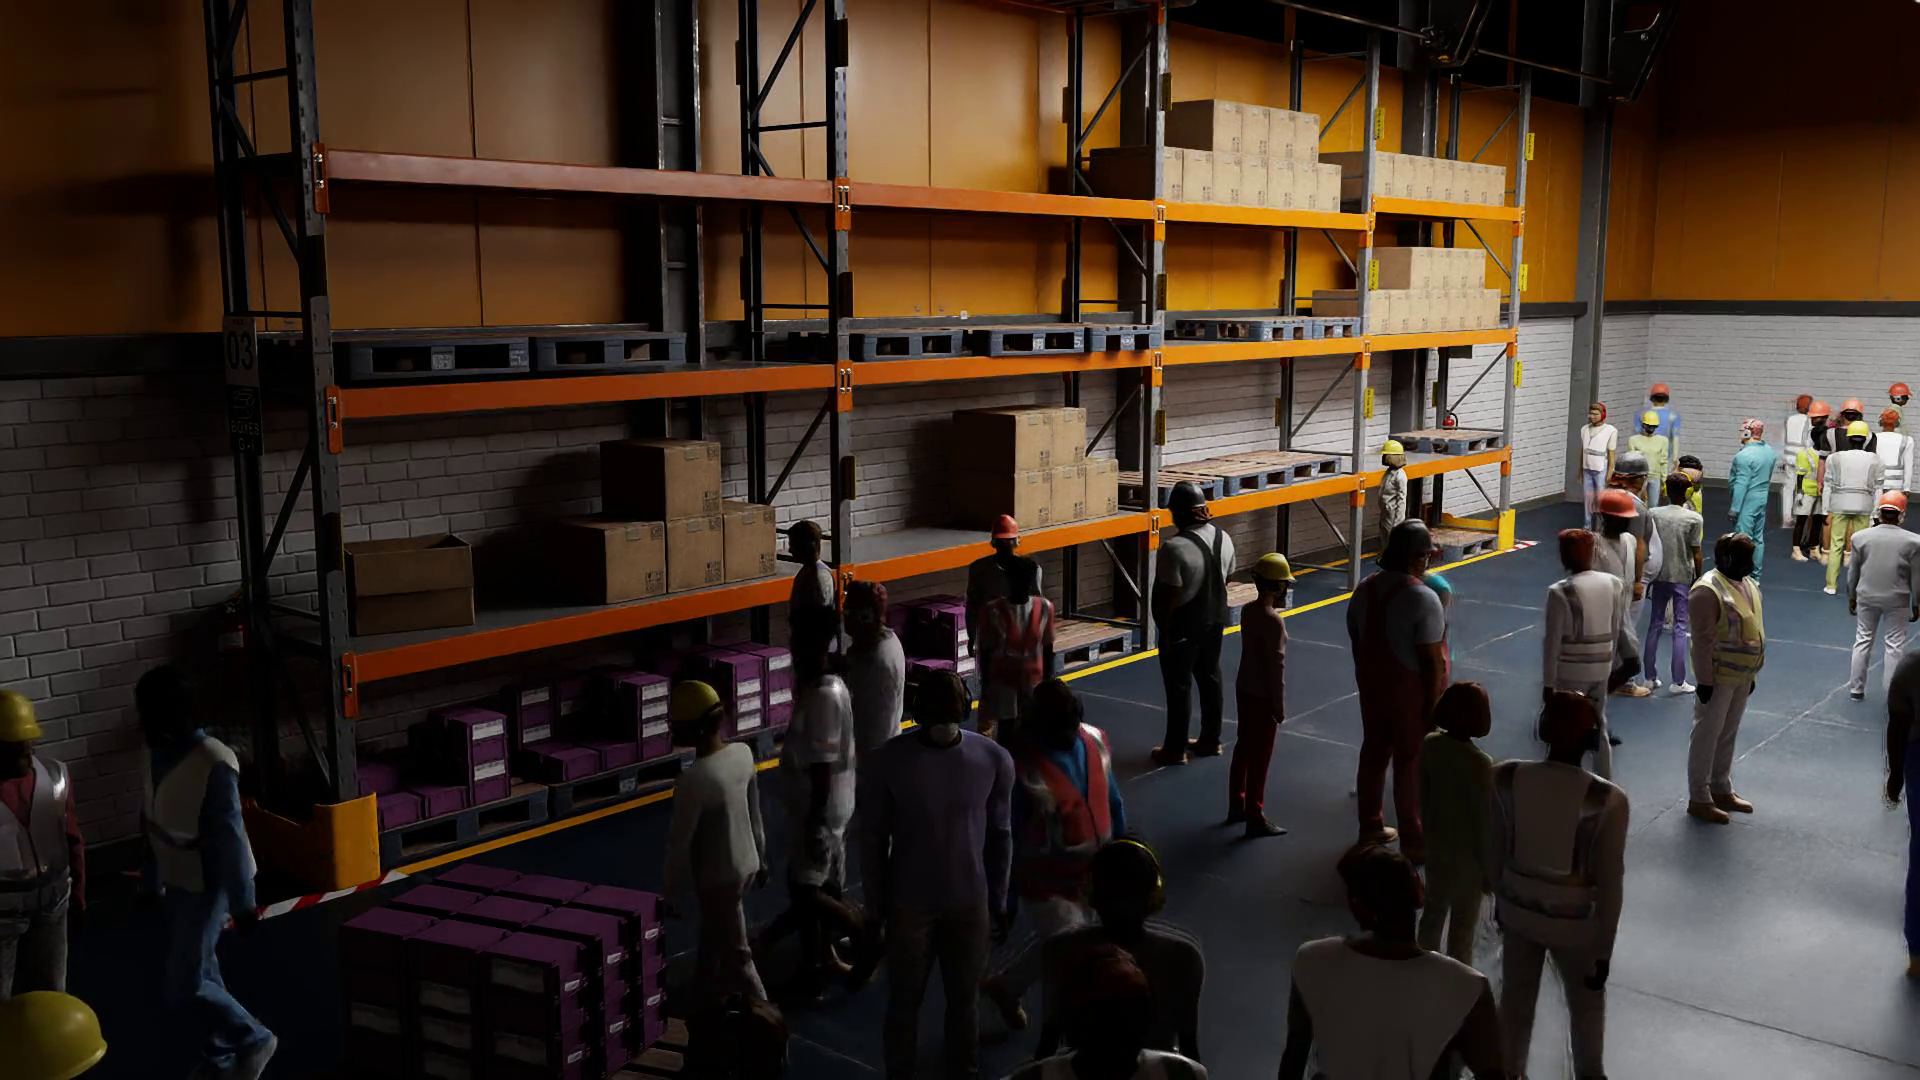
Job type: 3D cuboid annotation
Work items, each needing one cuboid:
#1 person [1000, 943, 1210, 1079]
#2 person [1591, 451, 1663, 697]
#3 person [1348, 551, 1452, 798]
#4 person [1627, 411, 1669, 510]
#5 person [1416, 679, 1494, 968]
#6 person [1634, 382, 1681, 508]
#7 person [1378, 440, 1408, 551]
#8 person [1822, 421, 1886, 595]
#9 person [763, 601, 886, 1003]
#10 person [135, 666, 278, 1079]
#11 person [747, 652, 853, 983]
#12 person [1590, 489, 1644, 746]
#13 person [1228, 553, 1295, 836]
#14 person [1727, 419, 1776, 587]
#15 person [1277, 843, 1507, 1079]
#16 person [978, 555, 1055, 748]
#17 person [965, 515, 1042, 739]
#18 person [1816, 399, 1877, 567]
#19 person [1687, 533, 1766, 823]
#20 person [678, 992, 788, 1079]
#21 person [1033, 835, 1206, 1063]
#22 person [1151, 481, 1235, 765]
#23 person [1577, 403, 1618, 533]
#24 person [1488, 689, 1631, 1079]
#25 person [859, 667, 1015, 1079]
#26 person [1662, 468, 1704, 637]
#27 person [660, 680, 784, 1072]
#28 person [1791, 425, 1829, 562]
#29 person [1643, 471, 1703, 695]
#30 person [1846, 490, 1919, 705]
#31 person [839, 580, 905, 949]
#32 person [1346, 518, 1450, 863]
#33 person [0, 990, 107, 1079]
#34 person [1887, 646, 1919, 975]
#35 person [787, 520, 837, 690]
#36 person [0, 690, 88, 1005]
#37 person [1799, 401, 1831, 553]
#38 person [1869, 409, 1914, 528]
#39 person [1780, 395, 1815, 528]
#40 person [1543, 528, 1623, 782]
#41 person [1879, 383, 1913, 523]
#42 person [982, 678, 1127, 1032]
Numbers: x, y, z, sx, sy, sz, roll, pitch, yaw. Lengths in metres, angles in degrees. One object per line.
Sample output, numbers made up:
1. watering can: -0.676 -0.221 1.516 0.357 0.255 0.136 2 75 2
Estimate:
1. person: 0.341 1.870 4.054 0.590 1.871 0.433 -1 9 -7
2. person: 5.561 0.267 13.858 0.536 2.000 0.676 0 9 -2
3. person: 2.886 0.840 10.887 0.699 1.813 0.596 -6 11 -35
4. person: 8.949 -0.805 21.676 0.525 1.760 0.340 1 9 8
5. person: 2.278 1.438 7.608 0.285 1.633 0.499 -3 9 -21
6. person: 9.906 -1.239 23.678 0.612 2.004 0.942 3 9 18
7. person: 4.608 -0.199 17.819 0.295 1.744 0.484 -1 9 -7
8. person: 9.727 -0.337 18.150 0.587 1.920 0.396 4 10 27
9. person: -0.640 1.258 7.874 0.609 1.919 0.673 -1 9 -8
10. person: -3.154 1.425 6.847 0.633 1.897 0.440 8 12 41
11. person: -0.760 1.363 7.959 0.572 1.672 0.557 -2 9 -14
12. person: 4.809 0.570 12.281 0.575 1.920 0.399 -5 10 -29
13. person: 1.899 0.952 10.363 0.350 1.758 0.522 -2 9 -13
14. person: 8.778 -0.396 18.562 0.638 1.909 0.408 -7 11 -37
15. person: 1.242 1.794 4.728 0.764 1.827 0.424 6 11 34
16. person: 0.349 0.895 10.970 0.542 1.676 0.549 -3 9 -17
17. person: 0.311 0.684 12.077 0.563 1.756 0.319 1 9 9
18. person: 10.674 -0.684 20.048 0.611 2.030 0.410 5 10 29
19. person: 4.908 0.864 10.648 0.625 1.844 0.429 -7 11 -38
20. person: -0.474 1.925 3.835 0.355 1.842 0.515 -1 9 -9
21. person: 0.473 1.750 5.039 0.526 1.821 0.975 3 9 16
22. person: 1.614 0.570 11.899 0.681 2.000 0.535 -7 11 -38
23. person: 8.442 -0.898 22.024 0.390 1.837 0.561 -4 10 -26
24. person: 2.377 1.486 6.585 0.588 1.845 0.887 7 11 39
25. person: -0.085 1.445 6.594 0.630 1.938 0.372 -2 9 -11
26. person: 7.024 0.124 16.171 0.387 1.640 0.562 4 10 22
27. person: -1.132 1.448 7.232 0.868 1.716 0.538 4 10 24
28. person: 10.467 -0.572 20.396 0.533 1.694 0.320 -2 9 -14
29. person: 5.938 0.353 13.858 0.316 1.867 0.531 -8 12 -42
30. person: 7.515 0.466 13.521 0.567 1.744 0.350 8 12 42
31. person: -0.483 1.146 8.613 0.405 1.911 0.636 0 9 -2
32. person: 2.654 0.876 9.927 0.536 2.000 0.682 -5 10 -28
33. person: -1.923 1.905 3.670 0.610 1.926 0.389 4 10 25
34. person: 4.935 1.150 8.160 0.558 2.000 0.708 -9 12 -44
35. person: -1.009 0.773 11.241 0.346 1.841 0.506 -3 9 -16
36. person: -3.782 1.490 6.666 0.403 1.826 0.594 5 10 31
37. person: 10.844 -0.795 21.073 0.388 1.930 0.544 -1 9 -9
38. person: 11.290 -0.654 20.307 0.574 1.883 0.356 4 10 26
39. person: 11.692 -1.085 23.157 0.621 1.855 0.602 -5 10 -28
40. person: 3.967 0.851 10.629 0.577 1.874 0.365 -3 9 -21
41. person: 13.322 -1.245 23.751 0.379 1.996 0.611 3 9 17
42. person: 0.382 1.430 7.161 0.699 1.799 0.872 -8 12 -42
